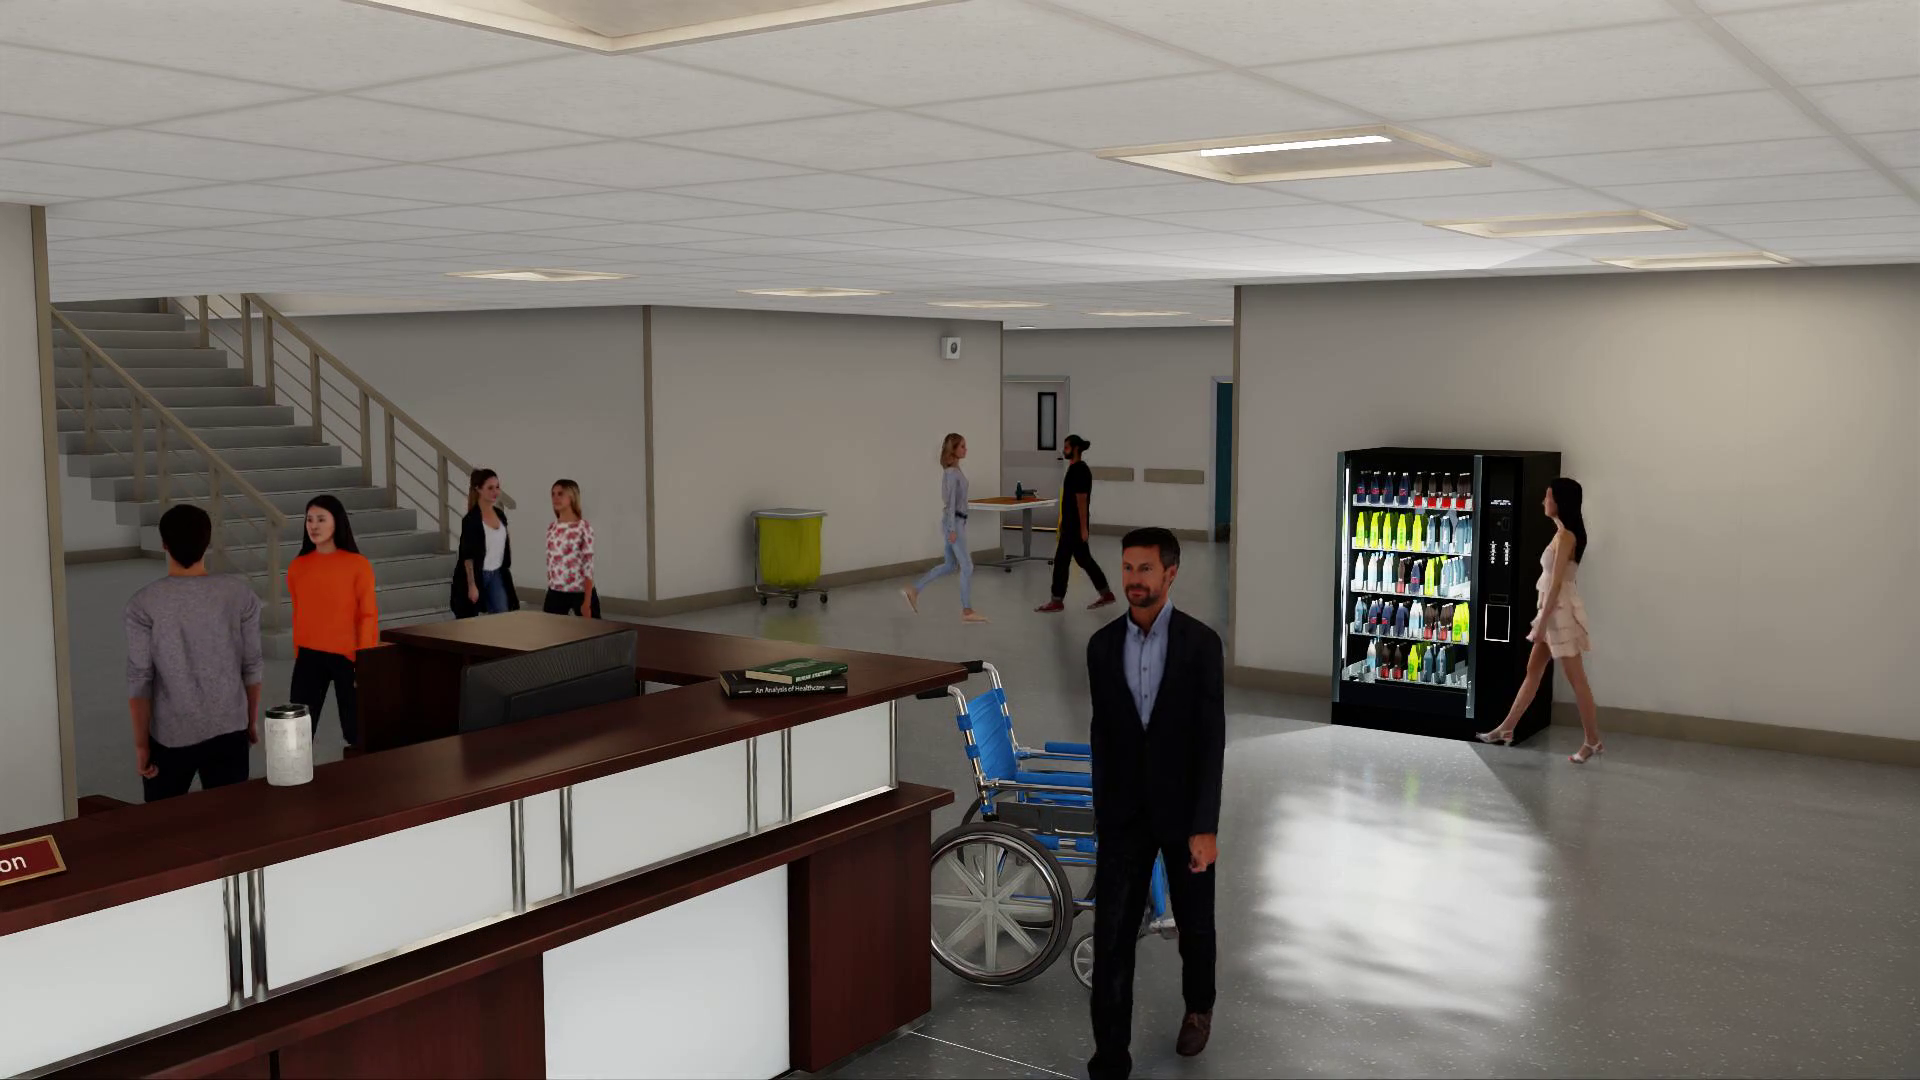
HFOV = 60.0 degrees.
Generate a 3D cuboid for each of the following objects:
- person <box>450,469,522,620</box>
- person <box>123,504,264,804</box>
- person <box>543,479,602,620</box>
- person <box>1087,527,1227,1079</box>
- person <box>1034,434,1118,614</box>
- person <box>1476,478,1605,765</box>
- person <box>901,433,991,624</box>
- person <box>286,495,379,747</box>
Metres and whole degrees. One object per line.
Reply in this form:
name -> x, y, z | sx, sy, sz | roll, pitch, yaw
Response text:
person -> -3.520, 0.337, 12.011 | 1.141, 1.619, 0.652 | 3, 6, 27
person -> -2.959, 0.791, 6.508 | 0.902, 1.818, 1.089 | -3, 7, -31
person -> -2.608, 0.404, 11.456 | 1.097, 1.598, 0.837 | 2, 6, 20
person -> 0.683, 0.896, 5.438 | 1.236, 1.822, 0.924 | 2, 6, 20
person -> 1.203, -0.149, 16.259 | 1.147, 1.737, 0.998 | 0, 6, 3
person -> 3.662, 0.512, 9.848 | 1.022, 1.705, 0.761 | 2, 6, 19
person -> -0.139, -0.090, 15.489 | 1.157, 1.773, 0.947 | 1, 6, 6
person -> -3.141, 0.639, 8.452 | 0.992, 1.731, 0.988 | 0, 6, 1
